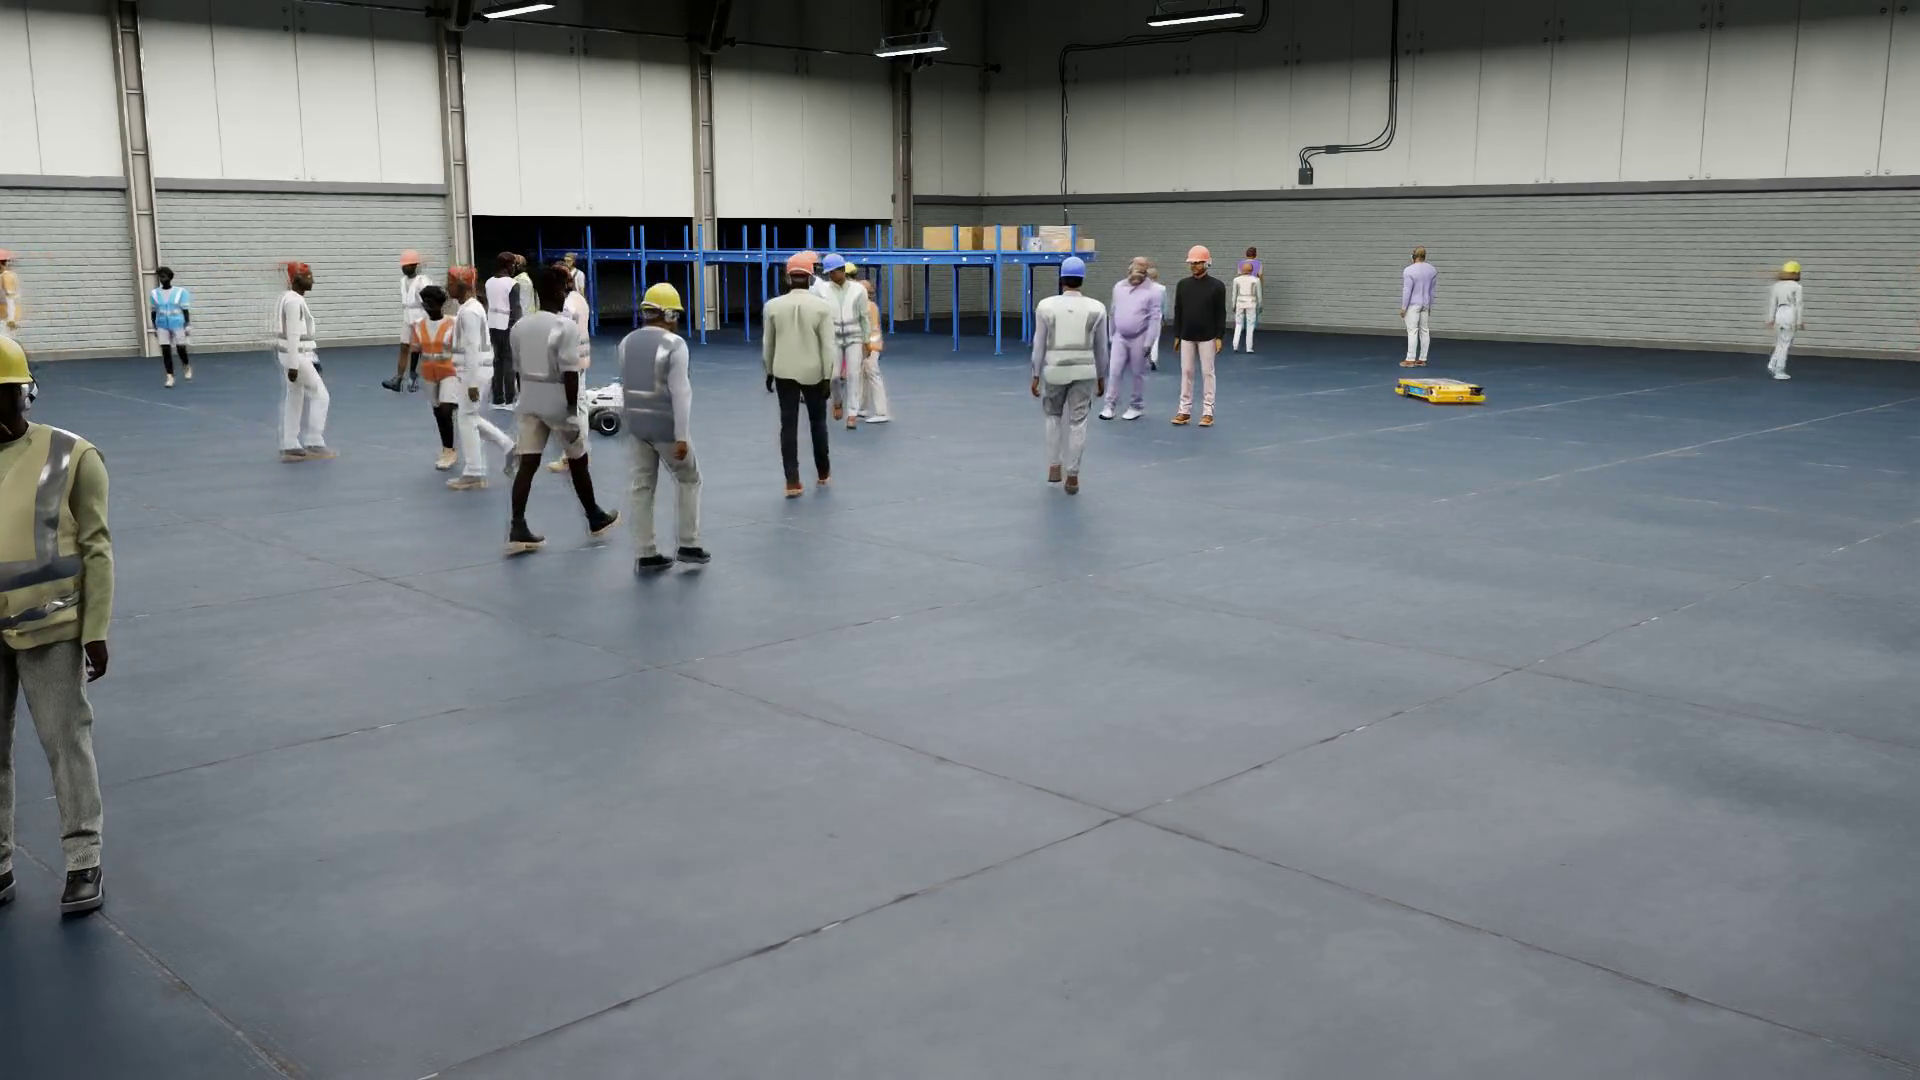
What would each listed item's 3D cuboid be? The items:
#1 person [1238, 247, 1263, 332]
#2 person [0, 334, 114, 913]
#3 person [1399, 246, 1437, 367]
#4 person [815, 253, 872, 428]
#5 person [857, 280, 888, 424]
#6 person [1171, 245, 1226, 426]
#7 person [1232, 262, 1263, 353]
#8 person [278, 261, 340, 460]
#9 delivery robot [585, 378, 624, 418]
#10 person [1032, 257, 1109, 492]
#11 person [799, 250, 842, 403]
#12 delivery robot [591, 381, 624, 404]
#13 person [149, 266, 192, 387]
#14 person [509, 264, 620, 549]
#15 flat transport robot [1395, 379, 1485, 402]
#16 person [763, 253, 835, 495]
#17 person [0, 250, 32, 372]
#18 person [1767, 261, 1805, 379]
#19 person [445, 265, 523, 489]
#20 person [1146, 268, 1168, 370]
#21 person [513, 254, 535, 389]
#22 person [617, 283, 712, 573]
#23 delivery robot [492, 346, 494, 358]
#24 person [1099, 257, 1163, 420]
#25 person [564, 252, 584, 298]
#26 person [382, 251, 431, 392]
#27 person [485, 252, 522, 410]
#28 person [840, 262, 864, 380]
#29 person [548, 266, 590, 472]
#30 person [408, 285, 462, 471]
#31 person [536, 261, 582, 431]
[{"bbox_3d":[6.390,-5.518,36.648,0.570,1.845,0.381,4,11,23],"label":"person"},{"bbox_3d":[-2.941,0.264,5.156,0.588,1.833,0.404,-2,11,-11],"label":"person"},{"bbox_3d":[7.372,-3.763,26.829,0.631,1.940,0.372,-5,12,-26],"label":"person"},{"bbox_3d":[-1.289,-2.203,18.375,0.635,1.916,0.497,0,10,-2],"label":"person"},{"bbox_3d":[-1.057,-2.151,18.961,0.658,1.600,0.583,4,11,19],"label":"person"},{"bbox_3d":[2.656,-2.272,18.541,0.612,1.994,0.394,7,12,33],"label":"person"},{"bbox_3d":[5.171,-4.184,29.962,0.535,1.637,0.364,5,12,25],"label":"person"},{"bbox_3d":[-6.150,-1.689,15.705,0.644,1.863,0.594,-5,11,-25],"label":"person"},{"bbox_3d":[-3.791,-1.556,18.427,0.707,0.478,0.477,-1,10,-3],"label":"delivery robot"},{"bbox_3d":[0.924,-1.390,13.902,0.652,1.923,0.658,0,10,2],"label":"person"},{"bbox_3d":[-1.807,-2.686,20.995,0.543,1.926,0.547,2,11,9],"label":"person"},{"bbox_3d":[-3.613,-1.596,17.937,0.698,0.223,0.335,-4,11,-22],"label":"delivery robot"},{"bbox_3d":[-11.072,-3.003,23.362,0.543,1.682,0.448,-2,11,-9],"label":"person"},{"bbox_3d":[-2.767,-0.916,11.363,0.624,1.911,1.029,5,12,27],"label":"person"},{"bbox_3d":[6.240,-1.960,21.664,0.652,0.197,1.431,-1,10,-6],"label":"flat transport robot"},{"bbox_3d":[-1.327,-1.387,13.834,0.629,1.948,0.969,0,10,3],"label":"person"},{"bbox_3d":[-13.632,-3.183,23.709,0.404,1.920,0.574,-9,13,-39],"label":"person"},{"bbox_3d":[12.247,-3.248,24.578,0.383,1.727,0.493,-3,11,-18],"label":"person"},{"bbox_3d":[-4.033,-1.374,13.995,0.576,1.866,0.588,-2,11,-13],"label":"person"},{"bbox_3d":[3.035,-3.518,26.407,0.526,1.605,0.811,1,10,5],"label":"person"},{"bbox_3d":[-6.108,-3.024,23.053,0.429,1.847,0.625,-4,11,-20],"label":"person"},{"bbox_3d":[-1.856,-0.717,10.564,0.588,1.804,0.635,6,12,29],"label":"person"},{"bbox_3d":[-6.925,-2.817,25.304,0.707,0.478,0.477,2,11,12],"label":"delivery robot"},{"bbox_3d":[1.922,-2.263,18.882,0.704,1.854,0.924,6,12,31],"label":"person"},{"bbox_3d":[-6.781,-4.129,29.120,0.524,1.826,0.750,4,11,22],"label":"person"},{"bbox_3d":[-7.417,-2.951,22.518,0.564,1.882,0.986,5,12,27],"label":"person"},{"bbox_3d":[-5.542,-2.544,20.262,0.590,1.912,0.376,8,13,36],"label":"person"},{"bbox_3d":[-1.568,-3.182,24.243,0.890,1.724,0.534,6,12,28],"label":"person"},{"bbox_3d":[-3.574,-1.552,15.054,0.429,1.838,0.621,1,10,6],"label":"person"},{"bbox_3d":[-4.670,-1.451,14.939,0.587,1.660,0.626,3,11,15],"label":"person"},{"bbox_3d":[-4.384,-2.126,18.211,0.556,1.831,0.728,1,10,3],"label":"person"}]
